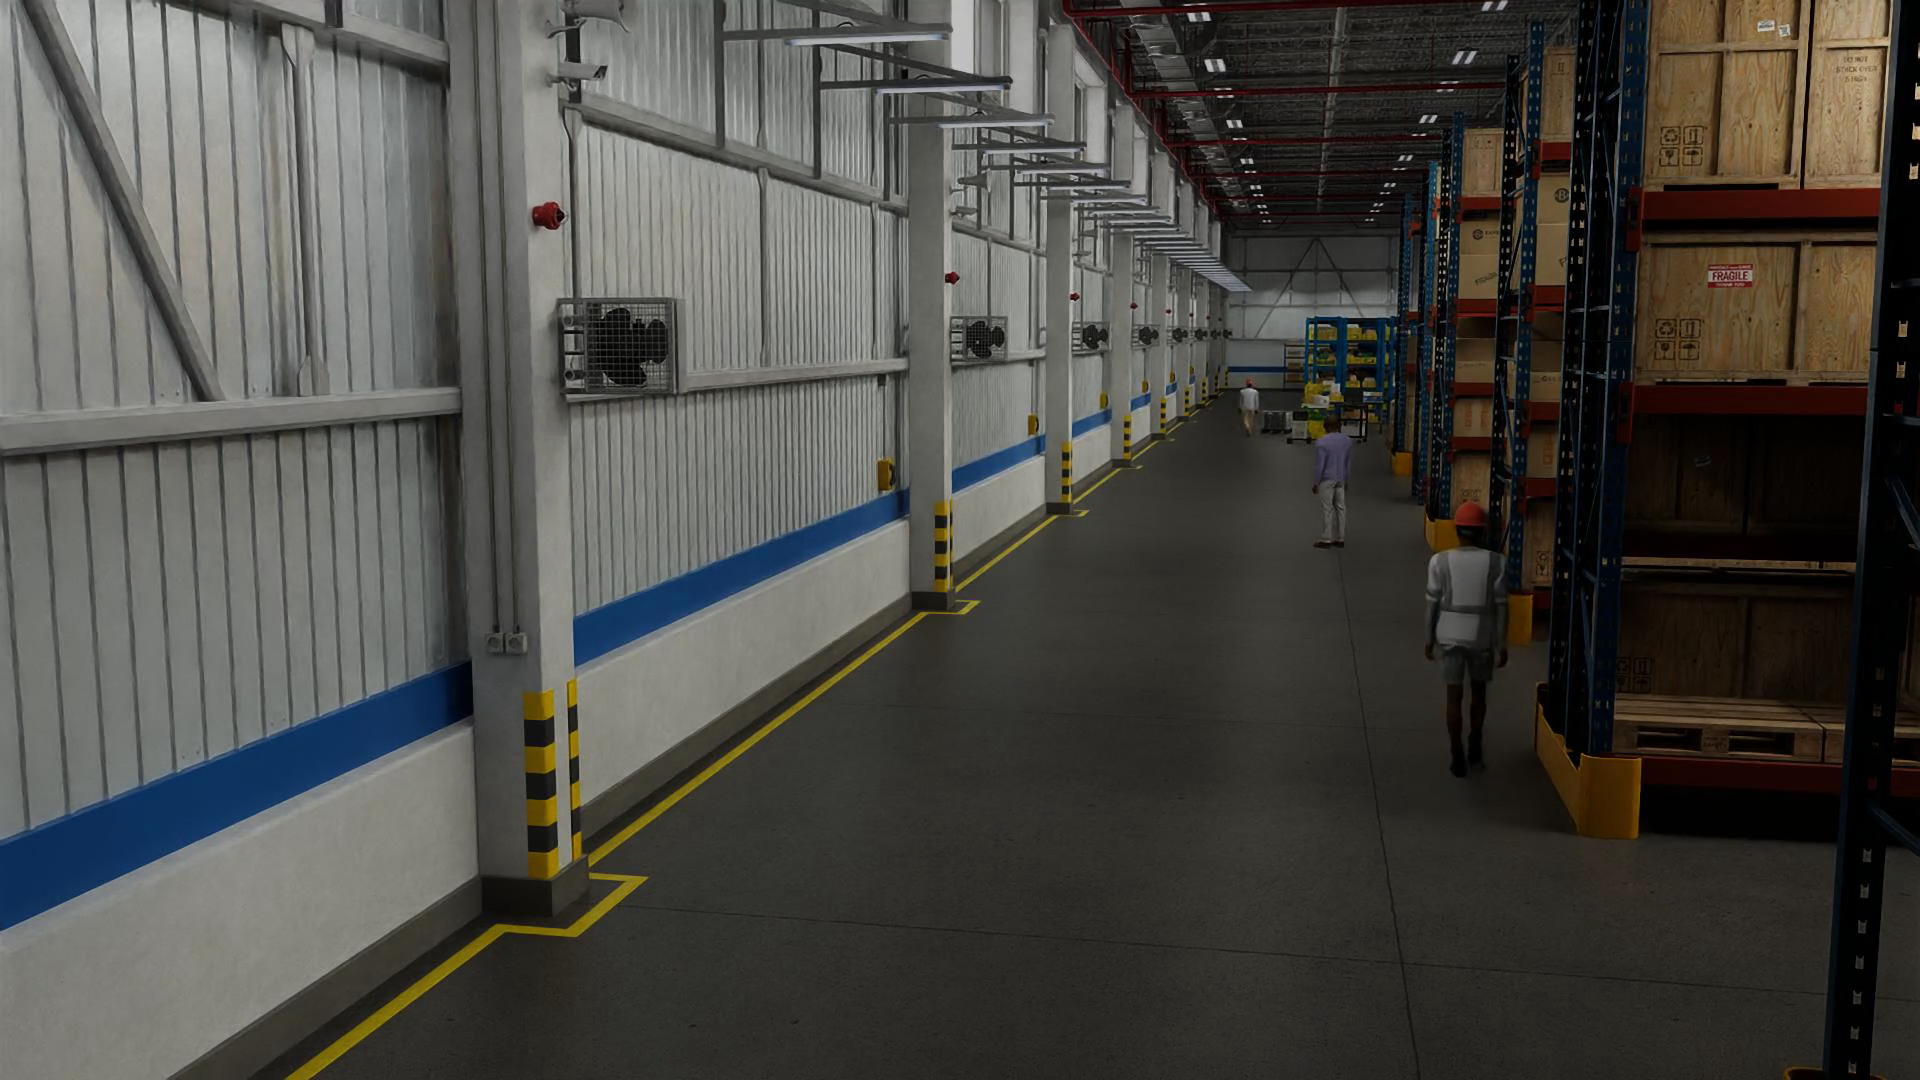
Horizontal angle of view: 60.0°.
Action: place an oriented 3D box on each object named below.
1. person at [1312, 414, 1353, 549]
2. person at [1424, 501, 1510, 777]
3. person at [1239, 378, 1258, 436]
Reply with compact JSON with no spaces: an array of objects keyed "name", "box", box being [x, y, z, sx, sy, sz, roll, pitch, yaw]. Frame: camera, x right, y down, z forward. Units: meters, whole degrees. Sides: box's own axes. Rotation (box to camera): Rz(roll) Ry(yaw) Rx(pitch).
[{"name":"person","box":[5.322,-0.835,23.834,0.628,1.935,0.373,-4,8,-27]},{"name":"person","box":[3.593,0.673,11.832,0.571,1.909,0.836,2,7,14]},{"name":"person","box":[8.576,-3.943,49.462,0.586,1.738,0.408,0,7,-4]}]
